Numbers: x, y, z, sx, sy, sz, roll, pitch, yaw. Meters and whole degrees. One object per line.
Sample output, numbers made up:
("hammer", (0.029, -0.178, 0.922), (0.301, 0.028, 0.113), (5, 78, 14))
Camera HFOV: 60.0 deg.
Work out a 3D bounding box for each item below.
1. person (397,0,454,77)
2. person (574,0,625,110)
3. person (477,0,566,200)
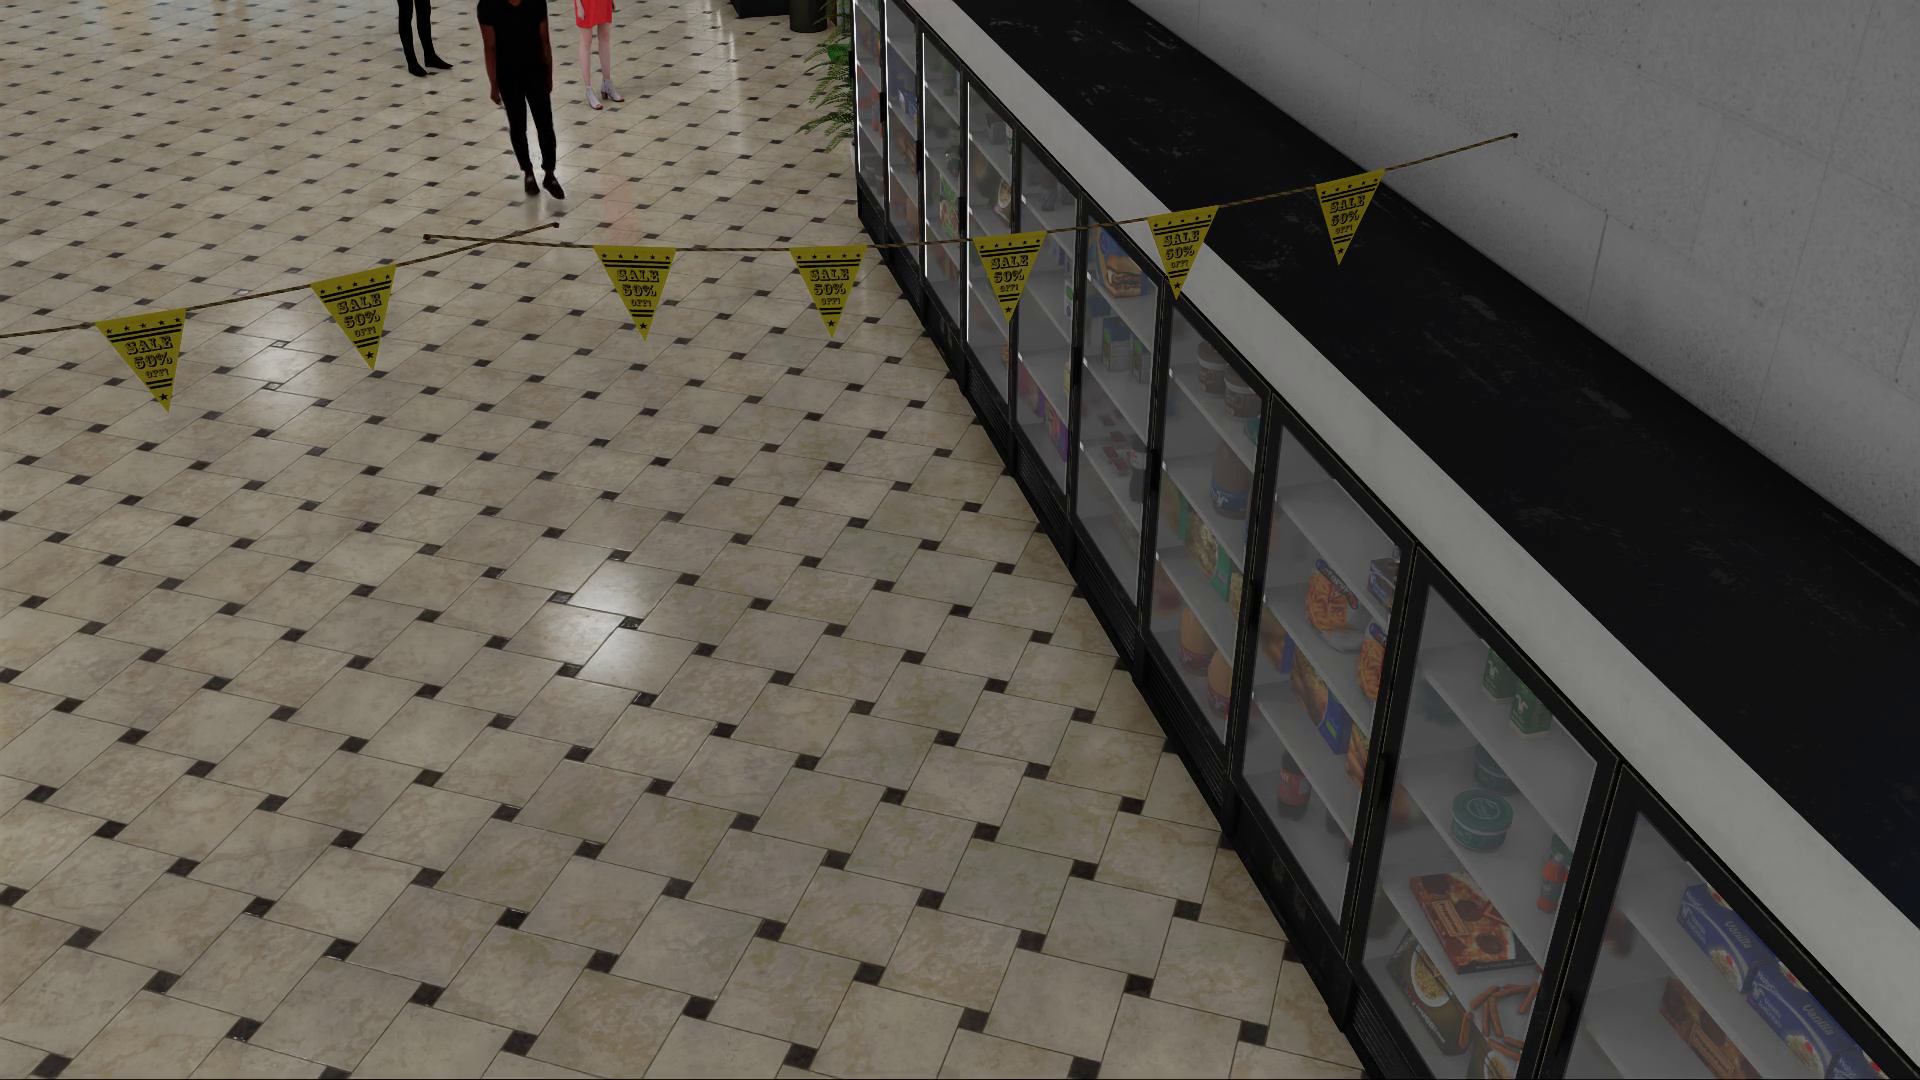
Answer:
("person", (-5.089, -5.290, 15.358), (0.846, 1.894, 0.773), (19, 37, 28))
("person", (-3.208, -4.716, 14.498), (0.718, 1.828, 0.637), (21, 37, 30))
("person", (-3.347, -3.510, 12.586), (0.732, 1.800, 0.785), (-11, 34, -18))
